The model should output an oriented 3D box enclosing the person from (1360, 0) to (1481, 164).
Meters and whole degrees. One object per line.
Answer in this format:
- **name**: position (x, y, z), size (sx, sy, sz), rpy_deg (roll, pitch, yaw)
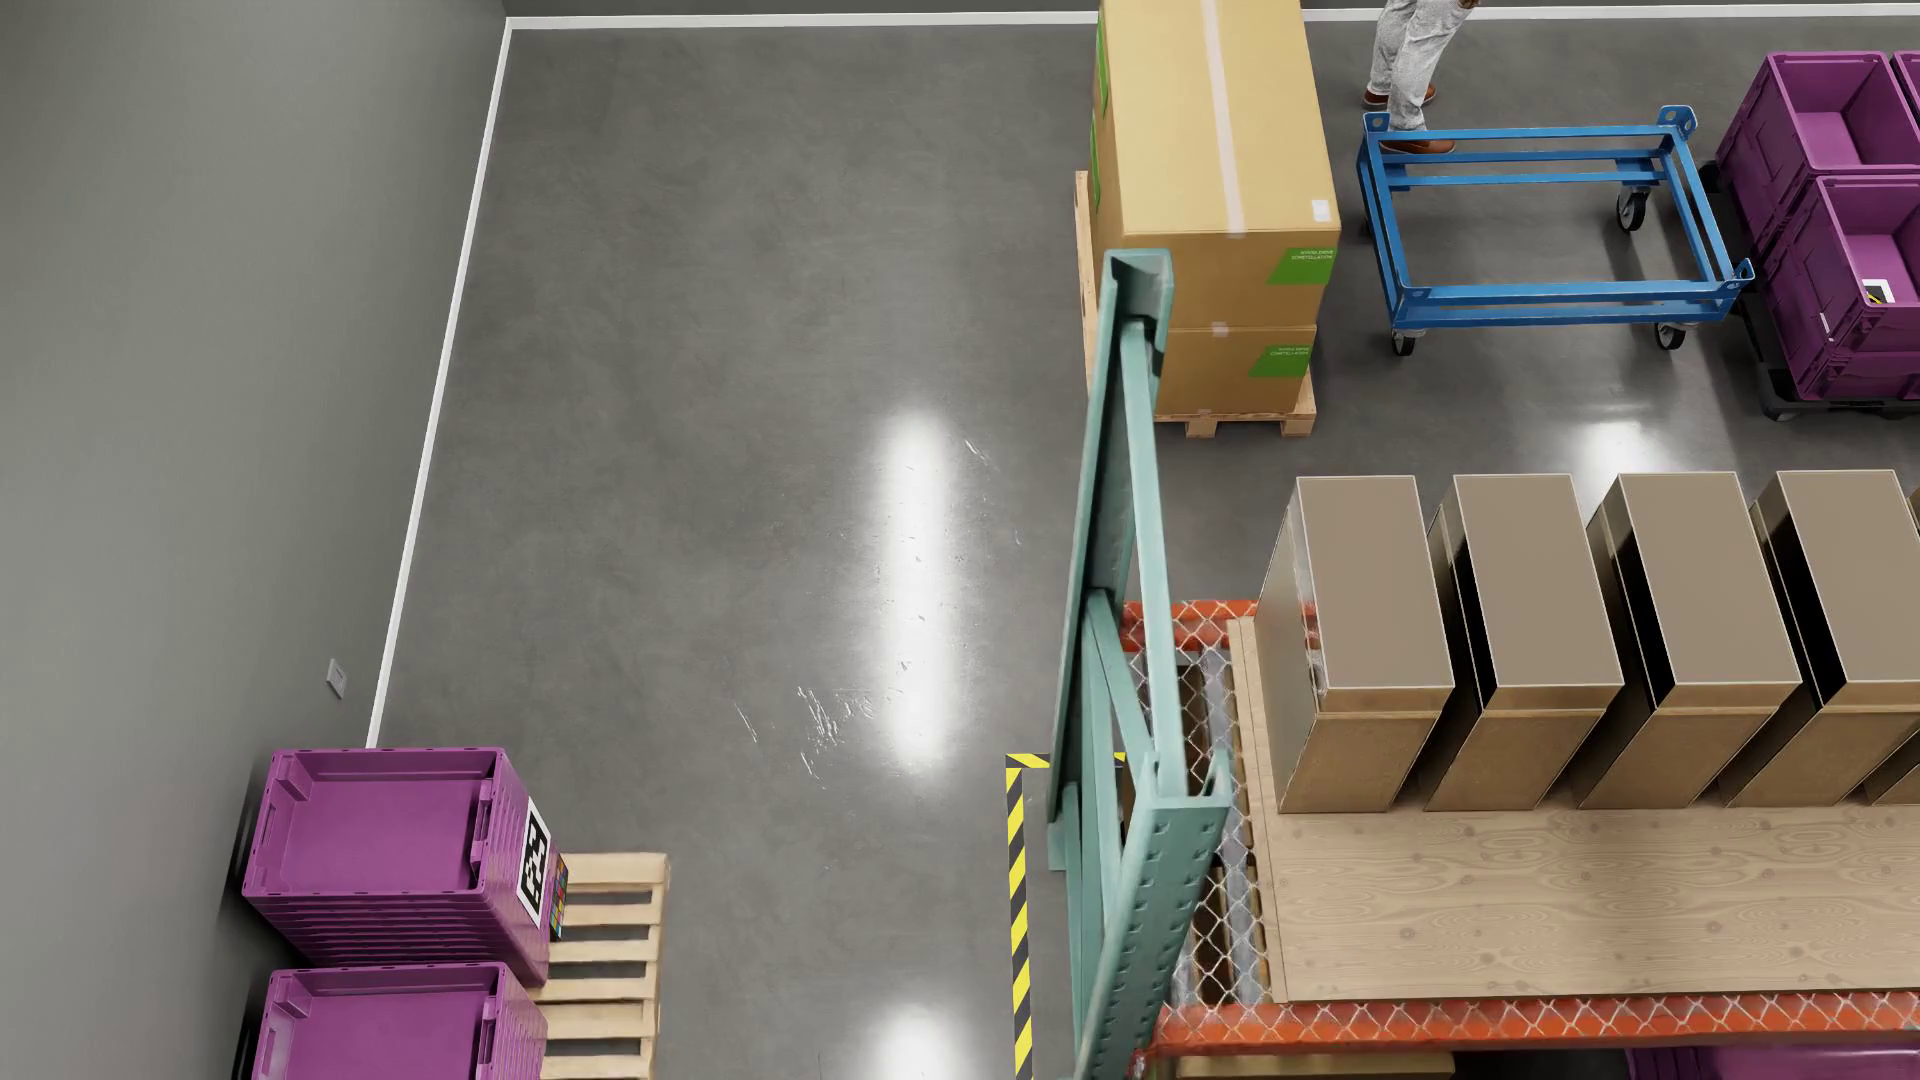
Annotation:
- **person**: position (1.821, -2.244, 6.079), size (0.371, 1.941, 0.627), rpy_deg (-2, 58, -1)
